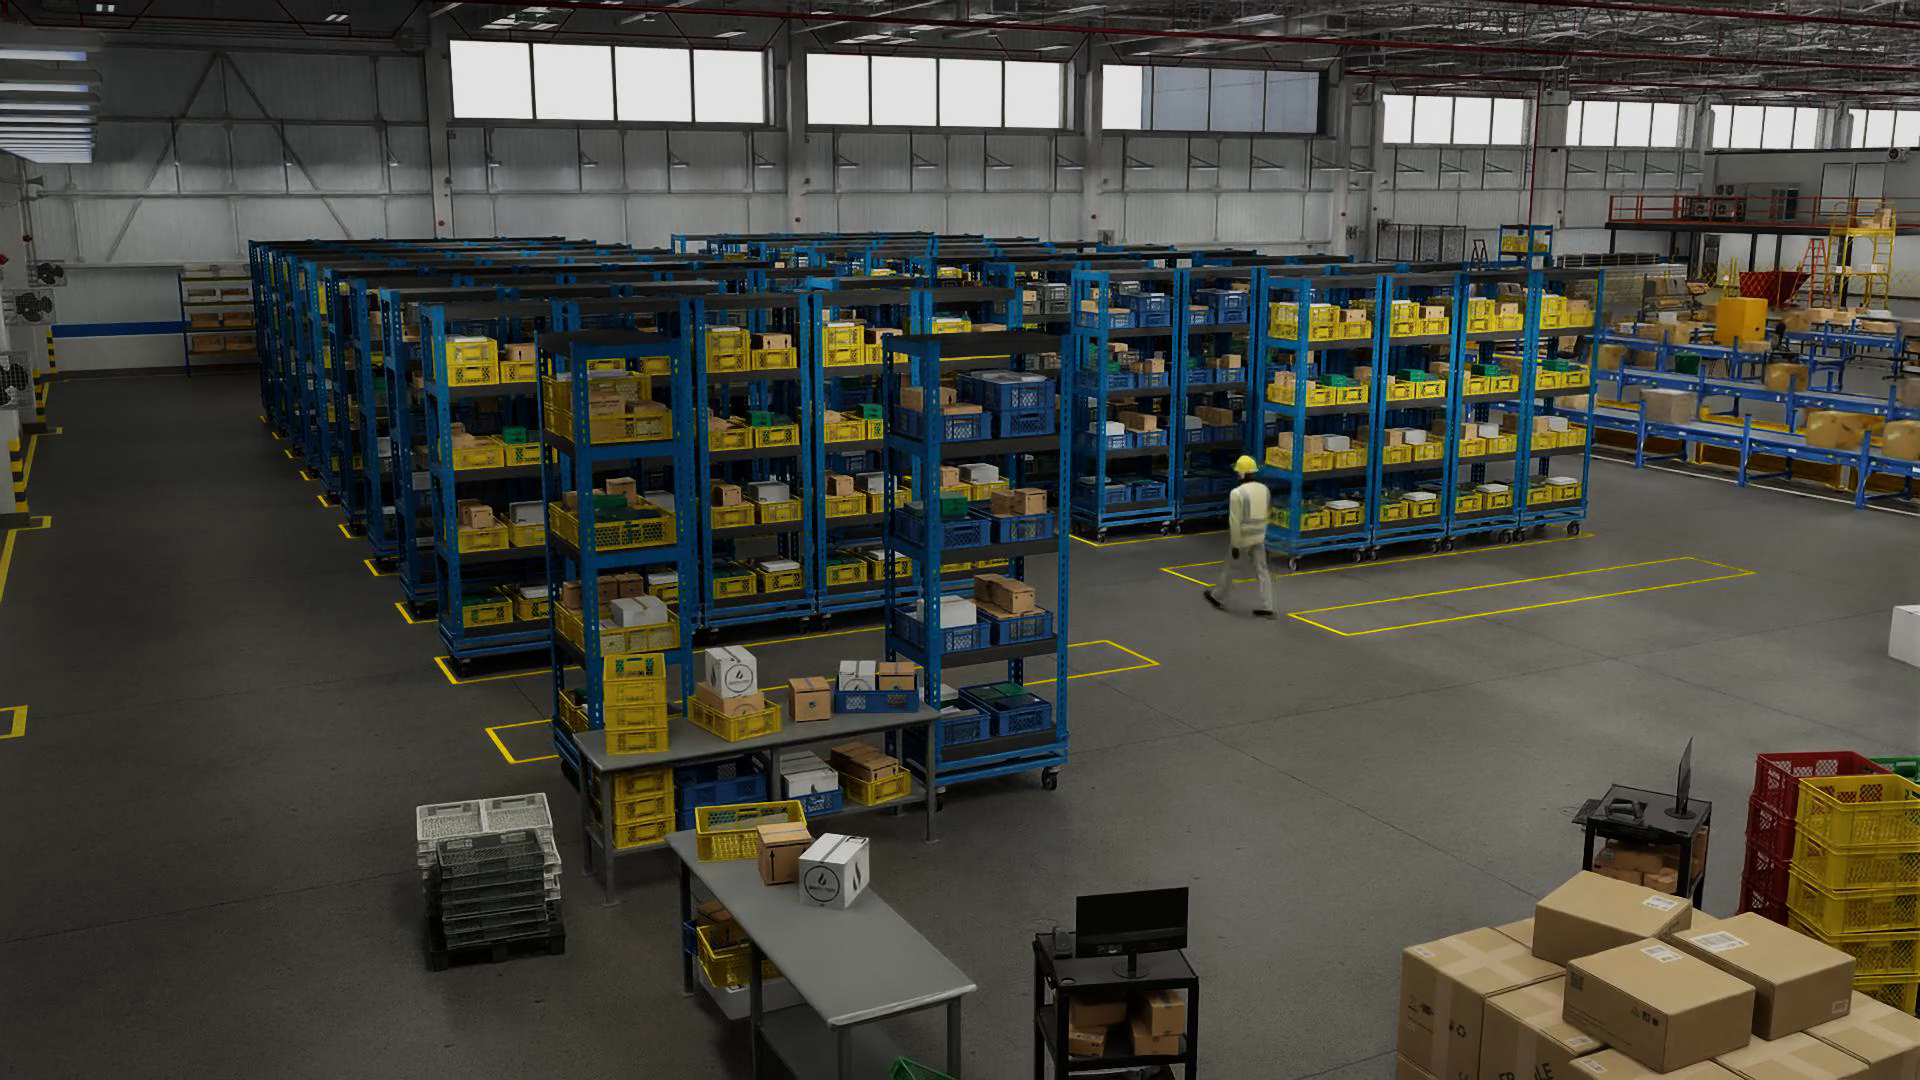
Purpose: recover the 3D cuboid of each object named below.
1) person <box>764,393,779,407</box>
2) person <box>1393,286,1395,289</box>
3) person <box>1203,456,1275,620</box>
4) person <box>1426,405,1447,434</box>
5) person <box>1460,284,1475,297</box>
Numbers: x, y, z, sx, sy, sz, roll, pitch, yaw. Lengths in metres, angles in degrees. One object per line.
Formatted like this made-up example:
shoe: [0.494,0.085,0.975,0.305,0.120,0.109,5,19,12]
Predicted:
person: [-3.443,-2.444,29.413,0.579,1.824,0.493,-4,13,-18]
person: [14.199,-7.695,53.830,0.451,1.884,0.670,-6,13,-24]
person: [3.124,-0.045,18.314,0.618,1.776,0.965,-8,15,-34]
person: [8.195,-2.342,28.739,0.625,1.917,0.887,1,12,4]
person: [15.573,-7.252,51.403,0.609,2.043,0.397,-4,13,-16]
